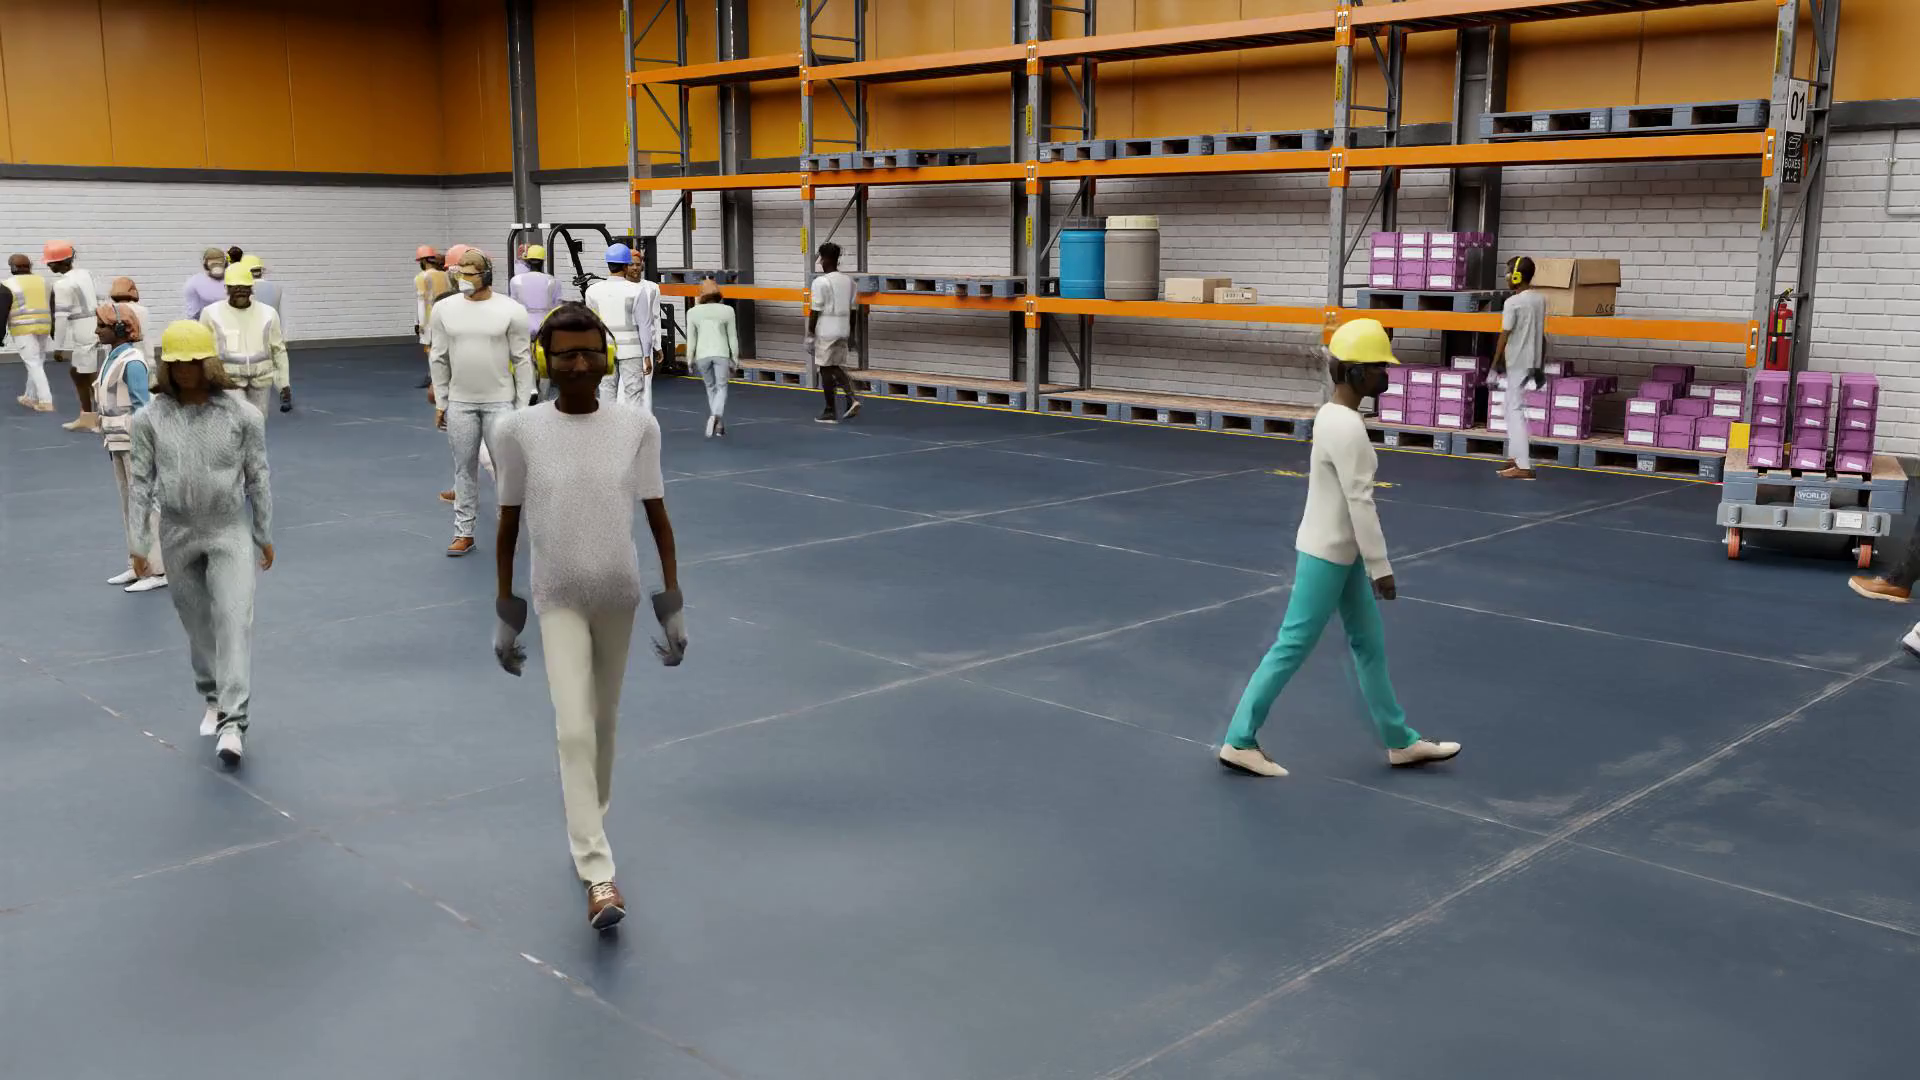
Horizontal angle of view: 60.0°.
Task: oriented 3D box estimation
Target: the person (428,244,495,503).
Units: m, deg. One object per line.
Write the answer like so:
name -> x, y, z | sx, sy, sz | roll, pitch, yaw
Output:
person -> -3.575, -1.196, 12.297 | 0.852, 1.961, 0.621 | 6, 12, 29

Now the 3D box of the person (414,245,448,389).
person -> -6.871, -2.905, 21.774 | 0.760, 1.903, 0.552 | 4, 11, 20

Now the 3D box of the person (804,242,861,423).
person -> -1.385, -2.222, 17.896 | 0.427, 1.949, 0.624 | 8, 13, 38

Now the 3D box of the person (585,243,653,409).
person -> -3.033, -1.664, 14.870 | 0.610, 1.947, 0.388 | 2, 11, 11

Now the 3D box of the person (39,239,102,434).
person -> -8.911, -2.033, 16.788 | 0.716, 1.981, 0.699 | -1, 10, -6

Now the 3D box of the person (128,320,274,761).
person -> -2.958, 0.003, 6.474 | 0.497, 1.695, 0.872 | -2, 11, -11

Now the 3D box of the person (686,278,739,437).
person -> -2.481, -1.808, 16.635 | 0.527, 1.586, 0.703 | 1, 10, 3

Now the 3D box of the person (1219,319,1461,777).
person -> 1.405, 0.047, 6.176 | 0.912, 1.723, 0.527 | 2, 11, 10

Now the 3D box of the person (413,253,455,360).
person -> -6.936, -2.914, 22.132 | 0.640, 1.794, 0.920 | -2, 11, -12

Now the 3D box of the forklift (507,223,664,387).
forklift -> -5.316, -3.263, 22.920 | 2.313, 2.155, 1.214 | -10, 14, -44

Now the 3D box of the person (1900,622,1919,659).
person -> 4.618, -0.143, 7.520 | 0.573, 1.606, 0.559 | -9, 14, -42

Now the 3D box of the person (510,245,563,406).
person -> -4.921, -2.476, 19.401 | 0.606, 1.908, 0.420 | -2, 11, -11

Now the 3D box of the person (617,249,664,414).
person -> -3.204, -1.908, 16.384 | 0.584, 1.880, 0.349 | -6, 12, -31

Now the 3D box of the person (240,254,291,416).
person -> -7.775, -2.263, 18.503 | 0.498, 1.814, 0.587 | 9, 14, 41

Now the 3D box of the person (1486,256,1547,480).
person -> 4.611, -1.429, 13.880 | 0.530, 1.848, 0.587 | -8, 13, -38

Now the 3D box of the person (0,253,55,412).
person -> -10.826, -2.390, 19.214 | 0.892, 1.802, 0.643 | 5, 12, 26

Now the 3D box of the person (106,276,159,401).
person -> -8.032, -1.737, 16.127 | 0.531, 1.620, 0.336 | 2, 11, 10

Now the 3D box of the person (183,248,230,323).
person -> -7.517, -2.018, 16.963 | 0.644, 1.891, 0.896 | -10, 14, -43

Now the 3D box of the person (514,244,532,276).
person -> -6.194, -3.273, 23.789 | 0.403, 1.900, 0.646 | -5, 12, -25

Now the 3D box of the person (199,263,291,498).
person -> -5.492, -1.224, 12.850 | 0.621, 1.800, 0.787 | -7, 12, -33

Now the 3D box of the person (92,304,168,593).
person -> -4.744, -0.526, 9.508 | 0.306, 1.639, 0.524 | -9, 14, -41

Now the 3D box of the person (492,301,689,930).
person -> -1.083, 0.217, 4.946 | 0.555, 1.822, 0.941 | -5, 11, -24

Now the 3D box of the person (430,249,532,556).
person -> -3.019, -0.859, 10.518 | 0.628, 1.936, 0.377 | 0, 10, -2

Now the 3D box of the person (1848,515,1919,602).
person -> 5.532, -0.578, 9.002 | 1.043, 1.944, 0.614 | 7, 12, 33

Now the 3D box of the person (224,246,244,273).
person -> -10.396, -3.297, 23.993 | 0.509, 1.872, 0.329 | -10, 14, -44
